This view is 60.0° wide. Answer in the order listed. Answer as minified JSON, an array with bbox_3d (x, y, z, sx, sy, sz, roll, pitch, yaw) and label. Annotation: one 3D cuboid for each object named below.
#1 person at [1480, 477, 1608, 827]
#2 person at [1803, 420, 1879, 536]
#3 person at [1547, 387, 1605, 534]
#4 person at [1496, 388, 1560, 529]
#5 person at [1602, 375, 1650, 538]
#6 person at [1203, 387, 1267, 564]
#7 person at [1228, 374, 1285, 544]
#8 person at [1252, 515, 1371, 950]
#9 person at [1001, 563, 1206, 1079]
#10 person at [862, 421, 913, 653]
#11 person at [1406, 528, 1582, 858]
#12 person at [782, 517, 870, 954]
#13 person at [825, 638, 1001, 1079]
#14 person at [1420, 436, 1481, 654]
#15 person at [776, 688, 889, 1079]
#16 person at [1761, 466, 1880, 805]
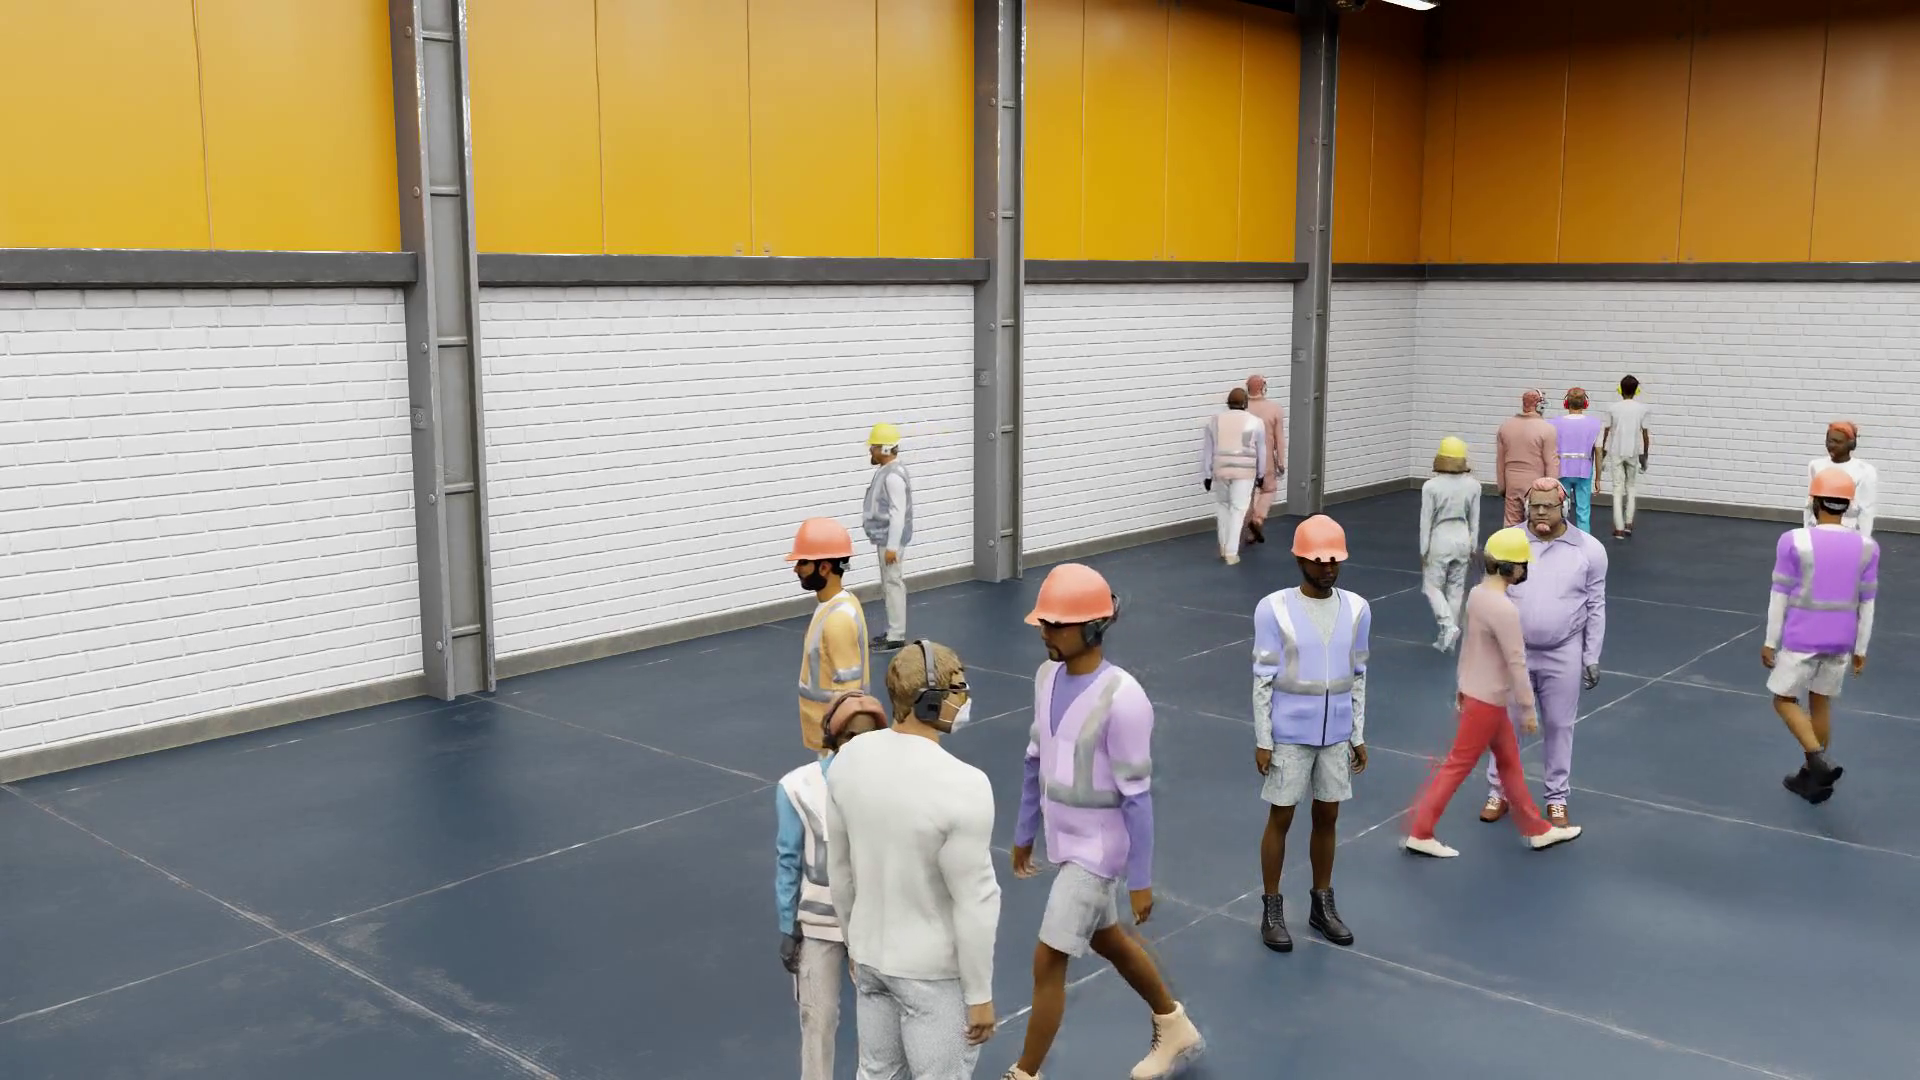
[{"bbox_3d":[3.117,0.611,8.958,0.652,1.902,0.402,4,10,22],"label":"person"},{"bbox_3d":[6.813,0.002,12.881,0.514,1.870,0.580,-5,10,-28],"label":"person"},{"bbox_3d":[6.203,-0.620,16.846,0.565,1.849,0.389,3,9,17],"label":"person"},{"bbox_3d":[5.445,-0.497,15.898,0.403,1.906,0.652,-6,11,-34],"label":"person"},{"bbox_3d":[7.551,-0.959,18.999,0.517,1.850,0.630,1,9,8],"label":"person"},{"bbox_3d":[2.895,-0.676,17.317,0.625,1.814,0.758,5,10,28],"label":"person"},{"bbox_3d":[3.247,-0.878,18.316,0.663,1.894,0.515,4,10,25],"label":"person"},{"bbox_3d":[1.561,0.846,7.365,0.544,1.939,0.354,-2,9,-13],"label":"person"},{"bbox_3d":[0.473,1.055,5.886,1.041,1.999,0.631,-4,10,-24],"label":"person"},{"bbox_3d":[-0.575,-0.025,13.175,0.403,1.830,0.597,-1,9,-7],"label":"person"},{"bbox_3d":[2.727,0.787,8.422,0.929,1.709,0.543,0,9,2],"label":"person"},{"bbox_3d":[-0.579,0.859,7.287,0.373,1.934,0.551,-1,9,-6],"label":"person"},{"bbox_3d":[-0.133,1.244,4.874,0.628,1.936,0.375,9,13,44],"label":"person"},{"bbox_3d":[3.828,0.062,12.937,0.484,1.732,0.566,-1,9,-7],"label":"person"},{"bbox_3d":[-0.353,1.292,5.529,0.516,1.631,0.333,-3,9,-17],"label":"person"},{"bbox_3d":[4.802,0.555,9.254,0.565,1.918,0.637,0,9,1],"label":"person"}]
